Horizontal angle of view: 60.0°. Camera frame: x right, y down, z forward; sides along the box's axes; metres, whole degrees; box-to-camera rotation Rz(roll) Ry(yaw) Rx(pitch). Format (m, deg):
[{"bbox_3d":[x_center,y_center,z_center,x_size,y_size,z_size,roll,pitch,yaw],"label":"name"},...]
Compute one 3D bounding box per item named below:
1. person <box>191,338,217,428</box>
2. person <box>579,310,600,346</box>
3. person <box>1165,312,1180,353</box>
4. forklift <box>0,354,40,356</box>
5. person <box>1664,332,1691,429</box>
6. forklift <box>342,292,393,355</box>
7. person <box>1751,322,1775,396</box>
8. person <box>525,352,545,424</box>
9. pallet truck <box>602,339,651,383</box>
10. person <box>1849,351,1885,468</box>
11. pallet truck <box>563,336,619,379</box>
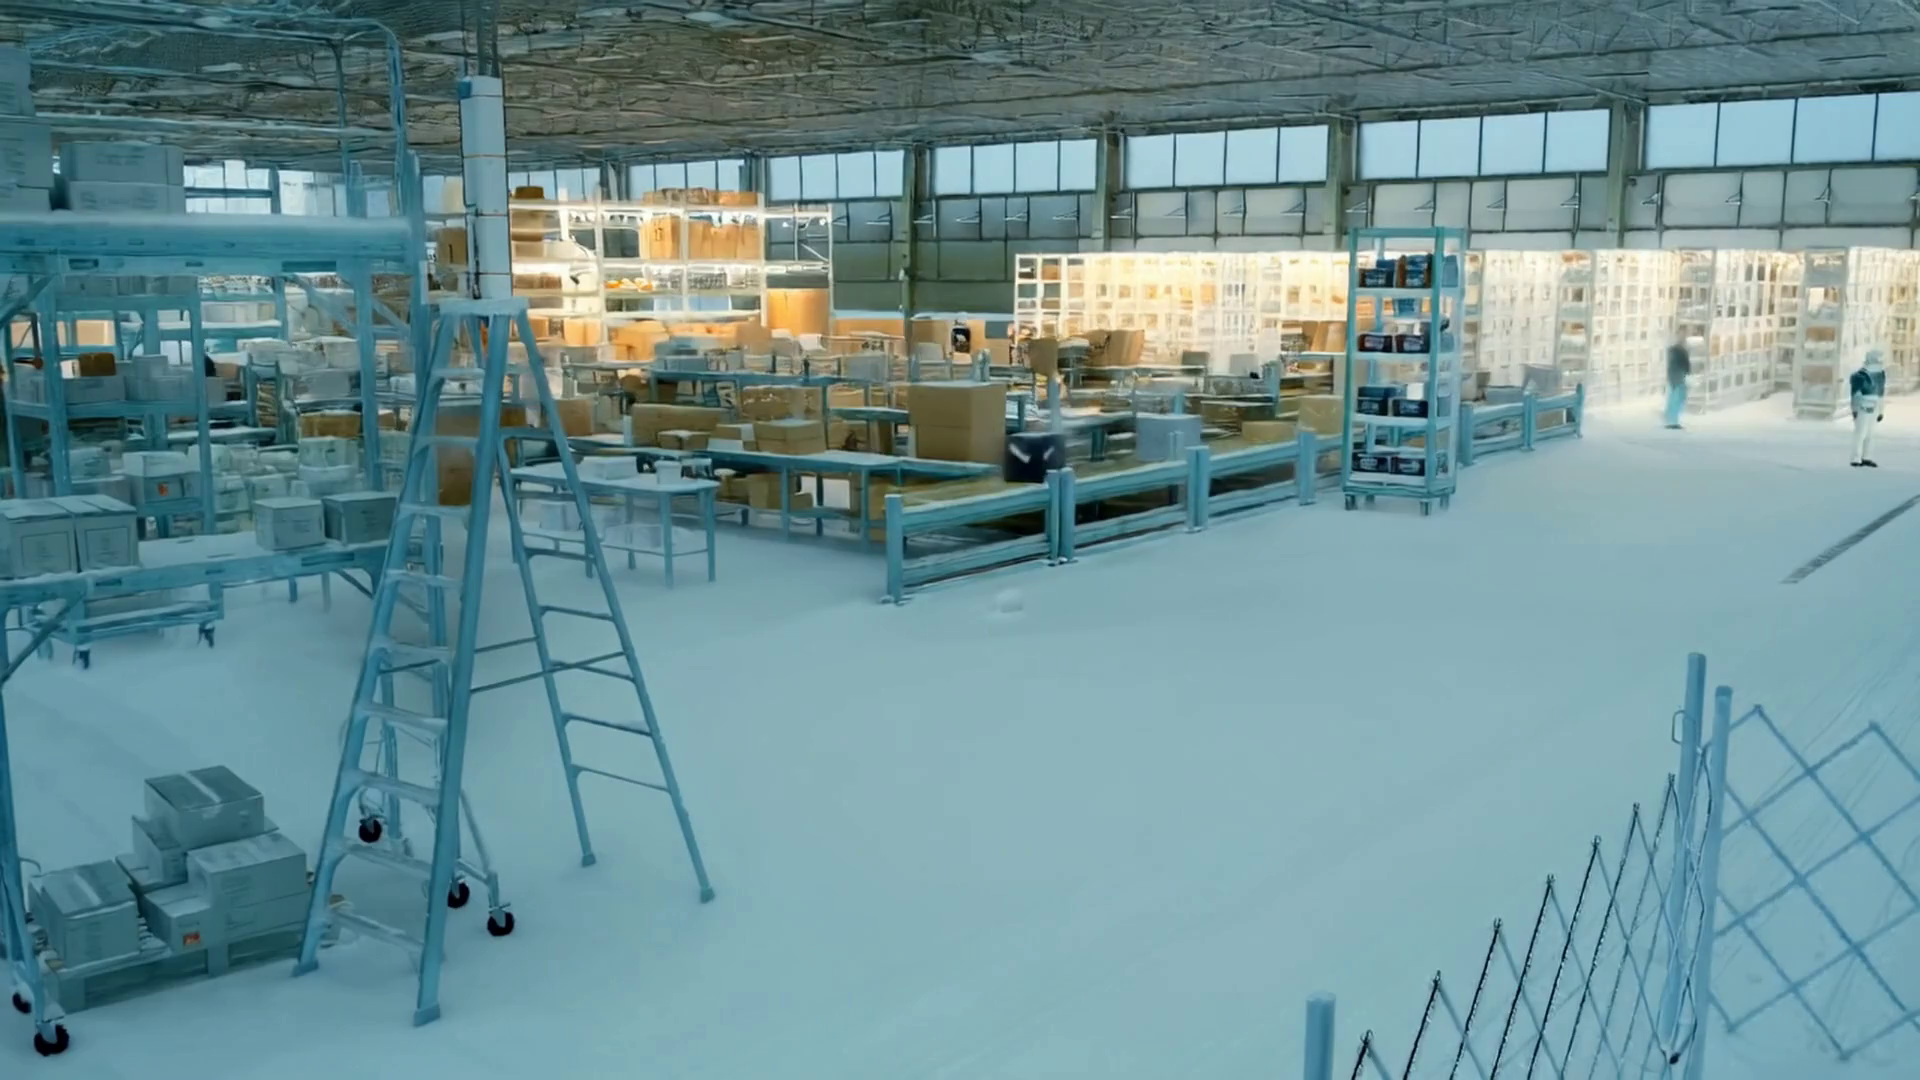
[{"bbox_3d":[-14.360,-2.936,31.651,0.618,1.818,0.431,7,12,38],"label":"person"},{"bbox_3d":[-11.268,-6.019,50.597,0.624,1.925,0.389,-1,9,-6],"label":"person"},{"bbox_3d":[6.578,-6.246,51.903,0.955,1.955,0.616,3,10,19],"label":"person"},{"bbox_3d":[-33.943,-7.909,59.397,1.129,2.768,1.873,7,11,37],"label":"forklift"},{"bbox_3d":[14.083,-3.116,32.549,0.640,1.896,0.415,-9,13,-43],"label":"person"},{"bbox_3d":[-16.485,-5.622,45.120,1.129,2.768,1.873,7,11,37],"label":"forklift"},{"bbox_3d":[19.935,-4.502,41.336,0.566,1.850,0.389,9,12,43],"label":"person"},{"bbox_3d":[-7.047,-2.235,27.504,0.423,1.754,0.525,-6,11,-33],"label":"person"},{"bbox_3d":[-8.991,-4.871,45.351,0.653,1.274,1.630,7,11,37],"label":"pallet truck"},{"bbox_3d":[14.189,-2.031,25.964,0.601,1.830,0.404,-3,10,-20],"label":"person"},{"bbox_3d":[-10.690,-5.294,48.215,1.601,1.201,0.680,-5,10,-26],"label":"pallet truck"}]
